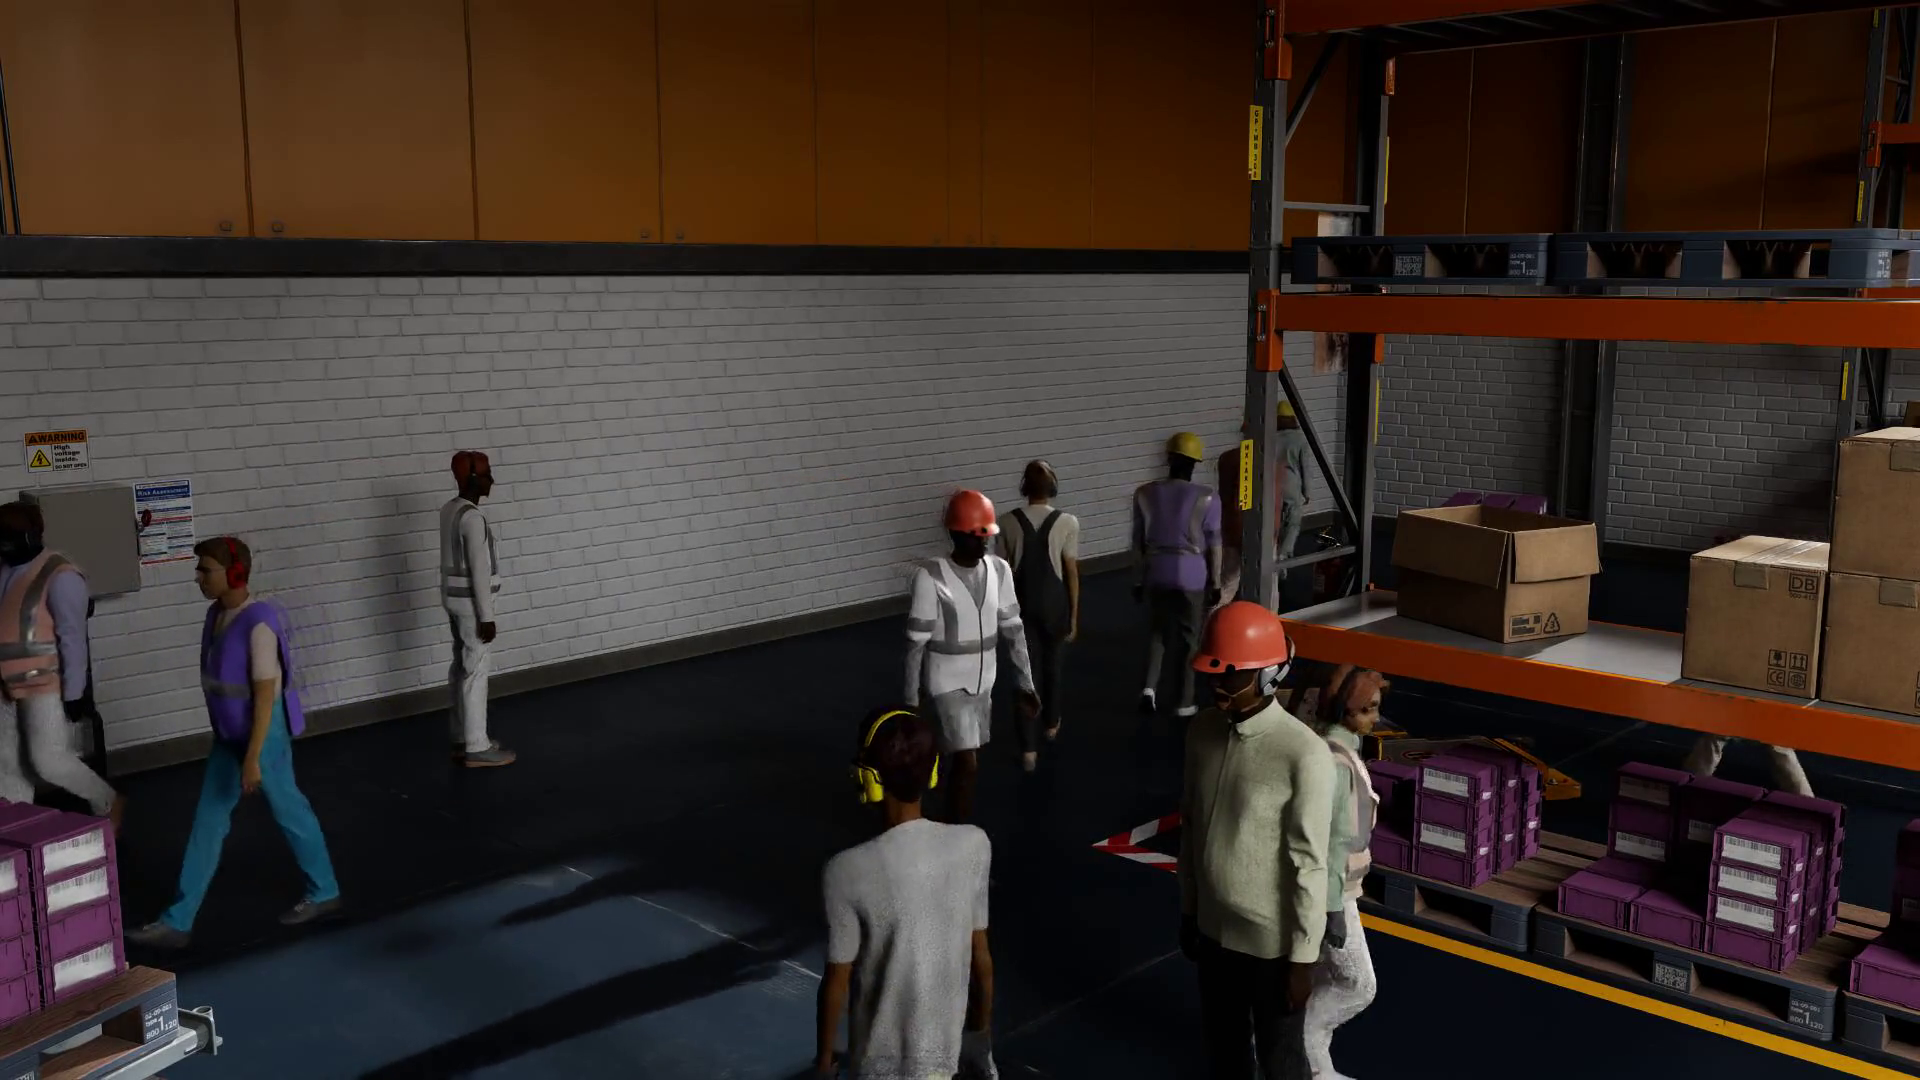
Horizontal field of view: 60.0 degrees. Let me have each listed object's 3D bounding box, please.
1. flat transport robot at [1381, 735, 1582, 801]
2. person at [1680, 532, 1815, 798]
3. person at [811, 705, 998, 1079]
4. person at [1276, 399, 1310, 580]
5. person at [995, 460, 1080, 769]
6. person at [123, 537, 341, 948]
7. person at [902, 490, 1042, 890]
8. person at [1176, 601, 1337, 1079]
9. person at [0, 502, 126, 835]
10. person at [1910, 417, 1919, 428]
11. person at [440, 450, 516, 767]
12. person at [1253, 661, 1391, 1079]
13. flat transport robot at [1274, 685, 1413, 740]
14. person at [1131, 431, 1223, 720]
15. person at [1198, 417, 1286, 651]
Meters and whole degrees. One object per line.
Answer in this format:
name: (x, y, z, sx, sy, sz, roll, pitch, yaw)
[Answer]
flat transport robot: (2.670, 1.300, 9.355, 1.431, 0.197, 0.652, -2, 9, -10)
person: (4.092, 0.758, 8.647, 0.885, 1.590, 0.522, 9, 13, 43)
person: (-0.139, 1.344, 4.269, 0.517, 1.856, 0.441, -7, 12, -36)
person: (3.035, -0.462, 15.700, 0.490, 1.722, 0.677, 4, 10, 23)
person: (0.463, 0.412, 10.091, 0.538, 1.802, 0.925, 1, 9, 6)
person: (-3.178, 0.880, 7.254, 0.588, 1.790, 0.955, 8, 12, 42)
person: (0.072, 0.710, 7.974, 0.570, 1.906, 0.768, -8, 12, -39)
person: (0.854, 1.157, 5.006, 0.404, 1.987, 0.608, -6, 11, -33)
person: (-4.569, 0.712, 8.192, 0.648, 1.829, 0.644, 4, 10, 23)
person: (7.073, 0.045, 12.059, 0.868, 1.912, 0.635, 8, 12, 40)
person: (-2.906, 0.405, 9.910, 0.337, 1.882, 0.584, -6, 11, -32)
person: (1.269, 1.206, 5.770, 0.395, 1.625, 0.593, 2, 9, 10)
flat transport robot: (2.222, 1.144, 10.312, 0.652, 0.197, 1.431, -2, 9, -10)
person: (1.414, 0.245, 10.838, 0.593, 1.905, 0.399, 5, 10, 26)
person: (2.127, -0.038, 12.433, 0.607, 1.959, 0.967, 7, 12, 38)
